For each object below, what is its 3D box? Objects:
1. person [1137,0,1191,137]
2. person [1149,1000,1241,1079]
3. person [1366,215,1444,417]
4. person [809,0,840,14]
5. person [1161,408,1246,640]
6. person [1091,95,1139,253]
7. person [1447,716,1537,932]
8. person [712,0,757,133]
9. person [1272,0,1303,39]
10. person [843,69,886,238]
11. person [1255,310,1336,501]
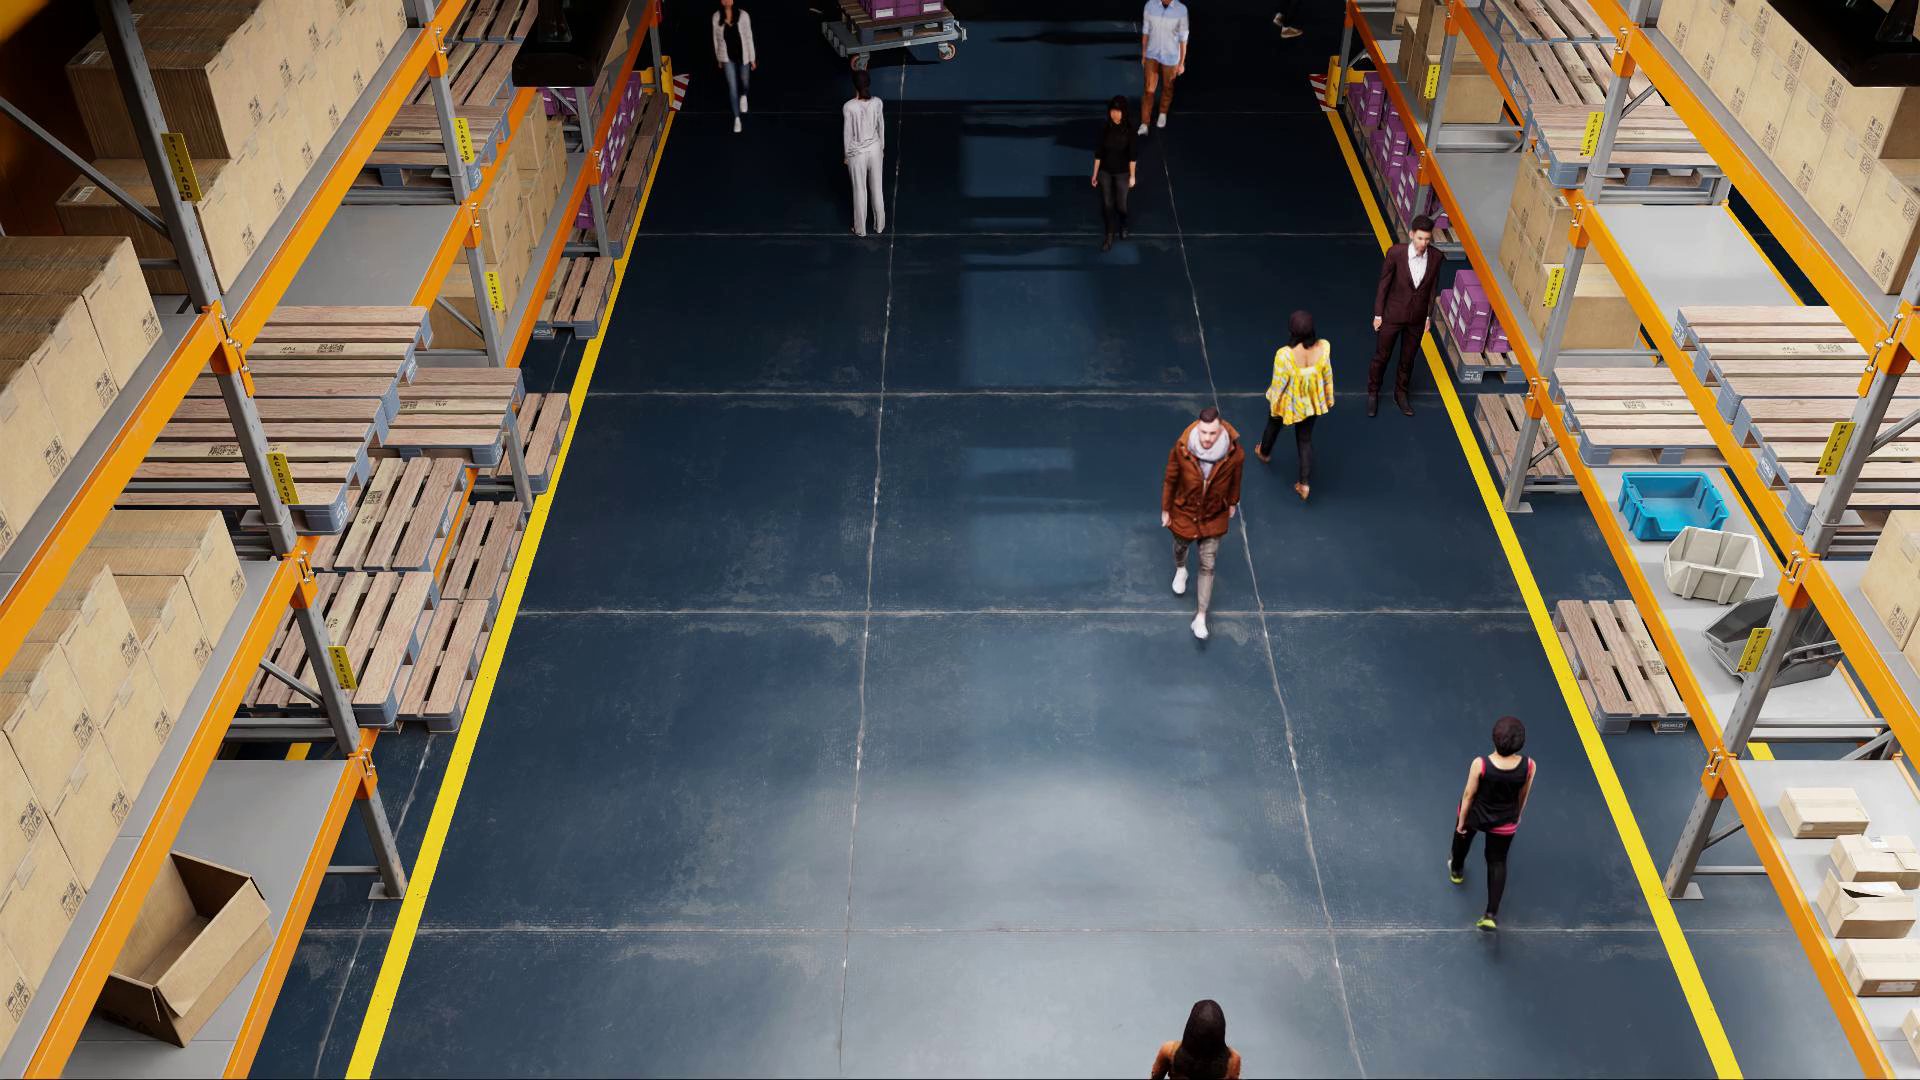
[{"bbox_3d":[2.312,-5.520,18.830,0.880,1.795,1.123,10,40,12],"label":"person"},{"bbox_3d":[1.152,2.972,8.315,0.559,1.646,1.025,-1,39,-1],"label":"person"},{"bbox_3d":[3.814,-1.944,14.297,0.672,1.864,0.589,-1,39,-1],"label":"person"},{"bbox_3d":[-1.626,-7.654,21.792,0.877,1.432,1.058,20,43,23],"label":"person"},{"bbox_3d":[1.746,-0.239,12.223,0.802,1.787,1.137,4,39,5],"label":"person"},{"bbox_3d":[1.571,-3.706,16.690,0.693,1.631,0.771,13,40,16],"label":"person"},{"bbox_3d":[3.201,1.699,10.003,0.637,1.529,1.006,5,39,6],"label":"person"},{"bbox_3d":[-2.558,-5.557,19.024,0.702,1.610,1.059,-5,39,-7],"label":"person"},{"bbox_3d":[4.208,-7.195,20.870,0.825,1.866,0.750,-16,41,-19],"label":"person"},{"bbox_3d":[-0.958,-3.916,16.838,0.657,1.774,0.652,-13,40,-16],"label":"person"},{"bbox_3d":[2.747,-1.070,13.403,0.817,1.613,1.067,-7,39,-9],"label":"person"}]
